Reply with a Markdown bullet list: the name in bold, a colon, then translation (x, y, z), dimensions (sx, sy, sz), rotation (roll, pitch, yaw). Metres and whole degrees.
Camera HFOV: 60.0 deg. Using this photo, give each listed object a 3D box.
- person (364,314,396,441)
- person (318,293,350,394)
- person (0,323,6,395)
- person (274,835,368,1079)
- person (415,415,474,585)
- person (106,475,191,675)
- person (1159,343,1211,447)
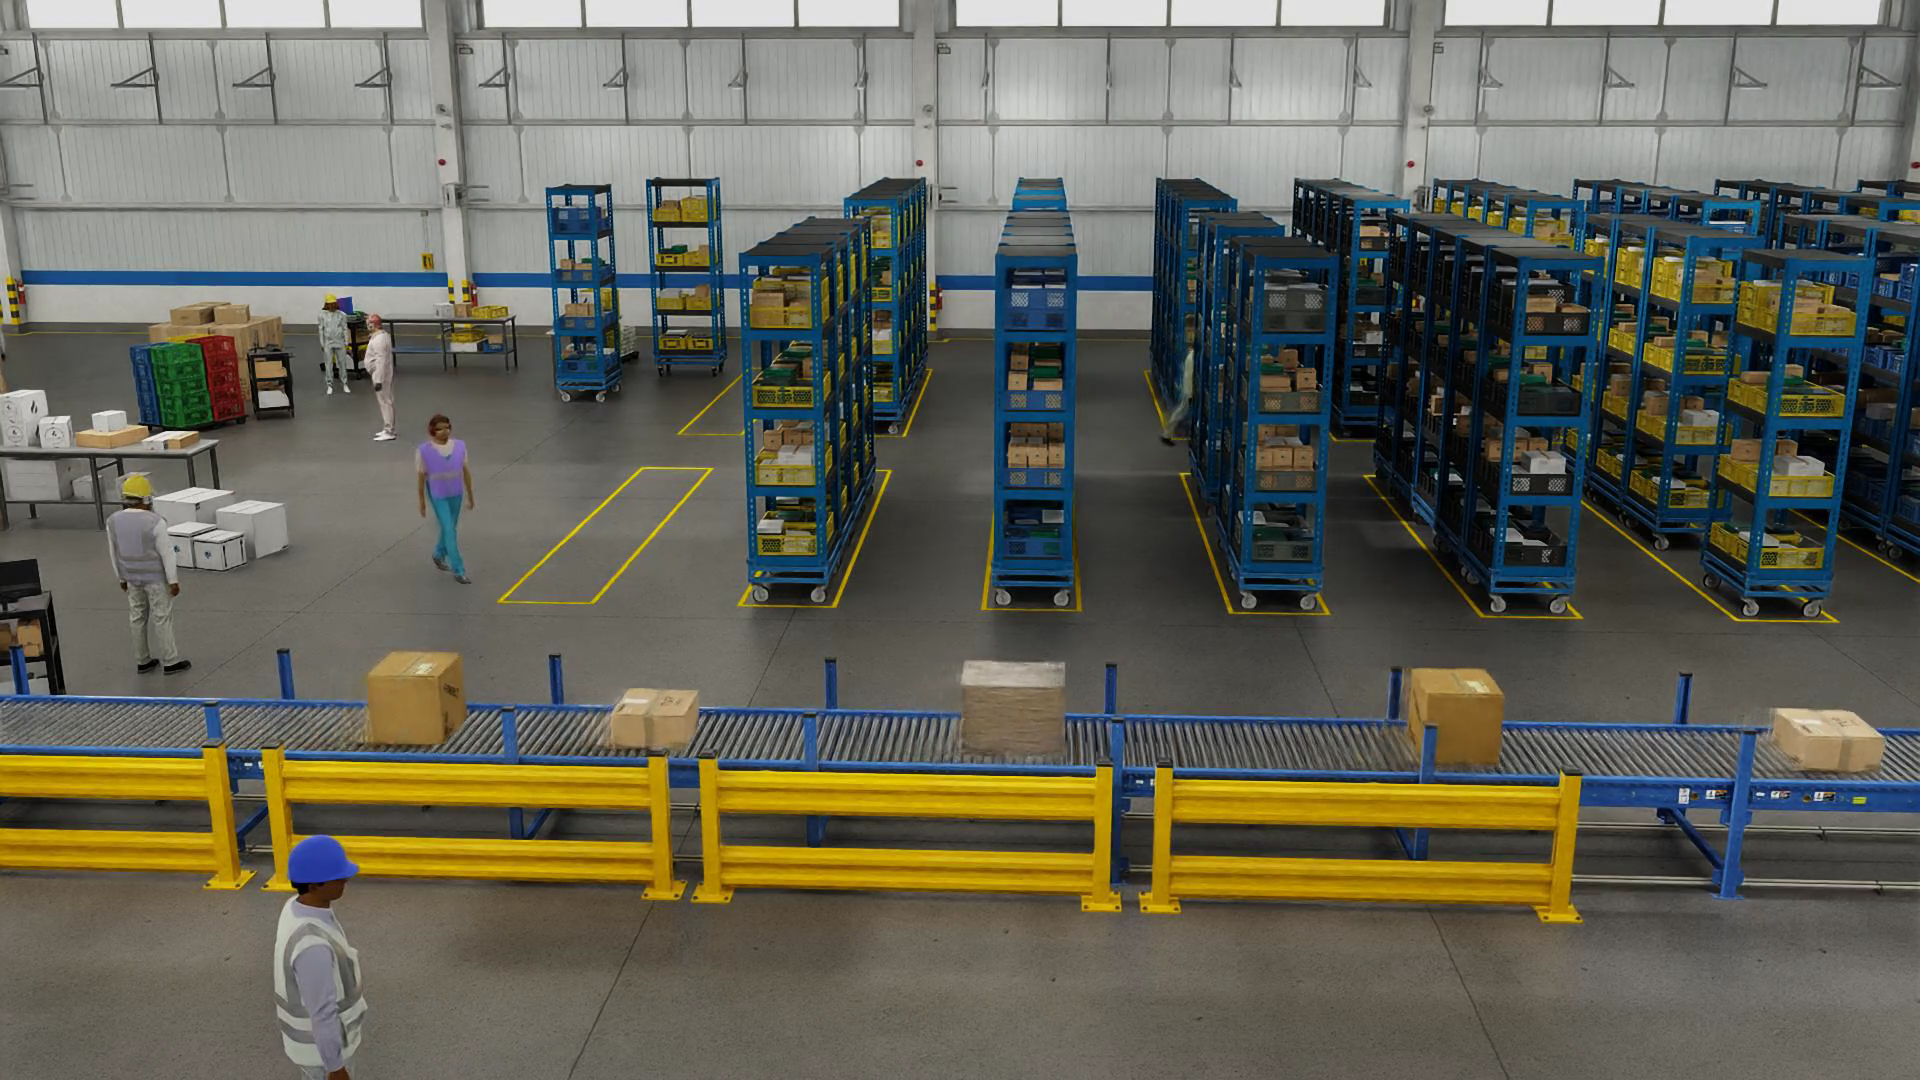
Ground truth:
- **person**: translation (-8.731, -2.447, 25.023), dimensions (0.405, 1.903, 0.636), rotation (-3, 15, -12)
- **person**: translation (-10.870, -3.413, 28.905), dimensions (0.485, 1.744, 0.294), rotation (-8, 17, -27)
- **person**: translation (-16.389, -3.170, 28.023), dimensions (0.576, 1.732, 0.723), rotation (-12, 19, -38)
- **person**: translation (-2.856, 2.242, 7.524), dimensions (0.406, 1.945, 0.613), rotation (-8, 17, -26)
- **person**: translation (-5.544, -0.476, 17.883), dimensions (0.912, 1.810, 0.579), rotation (14, 21, 43)
- **person**: translation (-7.267, 0.316, 14.897), dimensions (0.601, 1.828, 0.404), rotation (3, 15, 11)
- **person**: translation (3.440, -2.209, 24.431), dimensions (1.035, 1.766, 0.606), rotation (9, 18, 31)
